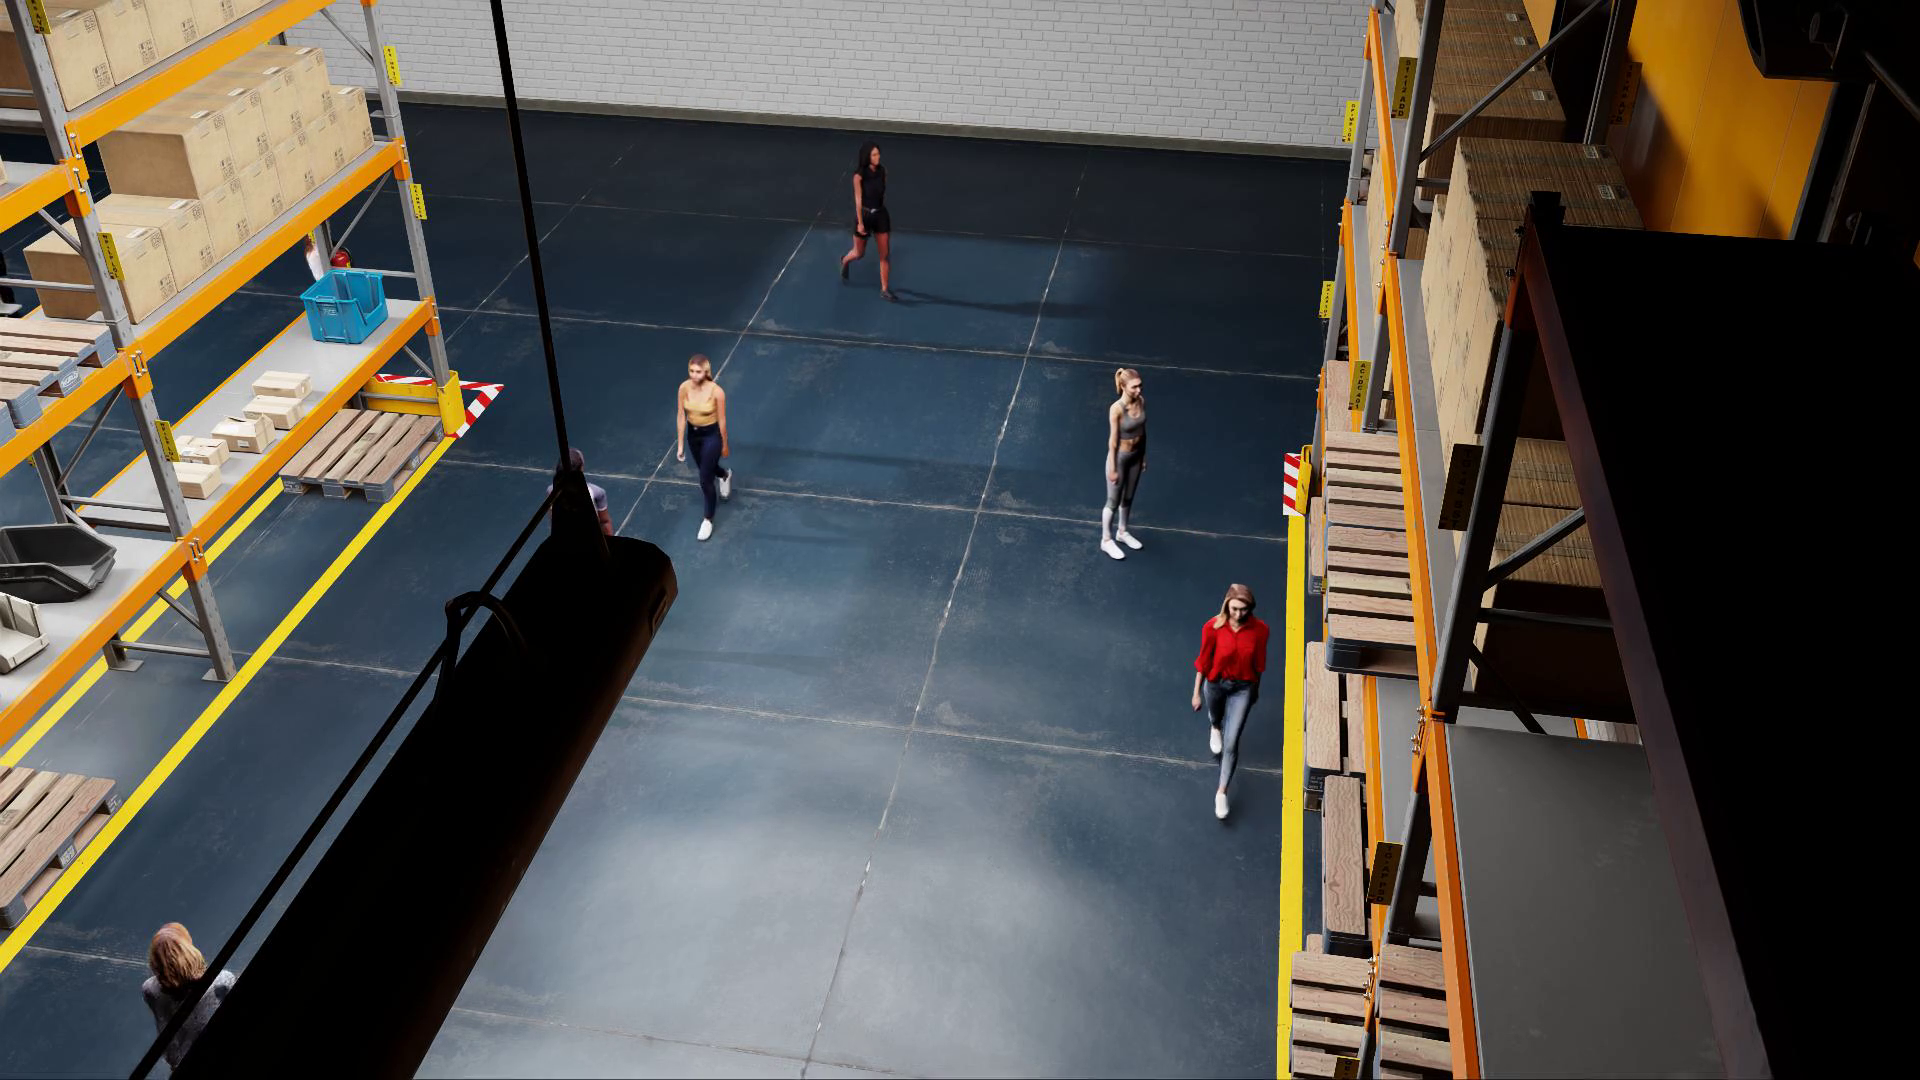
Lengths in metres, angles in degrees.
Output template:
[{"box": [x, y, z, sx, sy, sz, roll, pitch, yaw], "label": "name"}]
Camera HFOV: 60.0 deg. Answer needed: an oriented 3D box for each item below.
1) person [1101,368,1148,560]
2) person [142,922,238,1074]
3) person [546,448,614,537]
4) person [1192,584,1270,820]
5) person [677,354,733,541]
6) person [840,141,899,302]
[{"box": [1.344, -0.651, 13.618, 0.608, 1.704, 0.691, -28, 43, -35], "label": "person"}, {"box": [-3.826, 2.722, 8.504, 0.729, 1.749, 1.179, 0, 34, 0], "label": "person"}, {"box": [-2.833, 0.066, 12.524, 0.635, 1.722, 0.574, 2, 34, 3], "label": "person"}, {"box": [1.807, 0.961, 11.231, 0.670, 1.664, 1.139, 4, 34, 6], "label": "person"}, {"box": [-2.127, -0.871, 14.041, 0.684, 1.604, 1.110, 11, 35, 16], "label": "person"}, {"box": [-1.008, -3.410, 17.758, 1.058, 1.717, 1.090, -24, 41, -32], "label": "person"}]
